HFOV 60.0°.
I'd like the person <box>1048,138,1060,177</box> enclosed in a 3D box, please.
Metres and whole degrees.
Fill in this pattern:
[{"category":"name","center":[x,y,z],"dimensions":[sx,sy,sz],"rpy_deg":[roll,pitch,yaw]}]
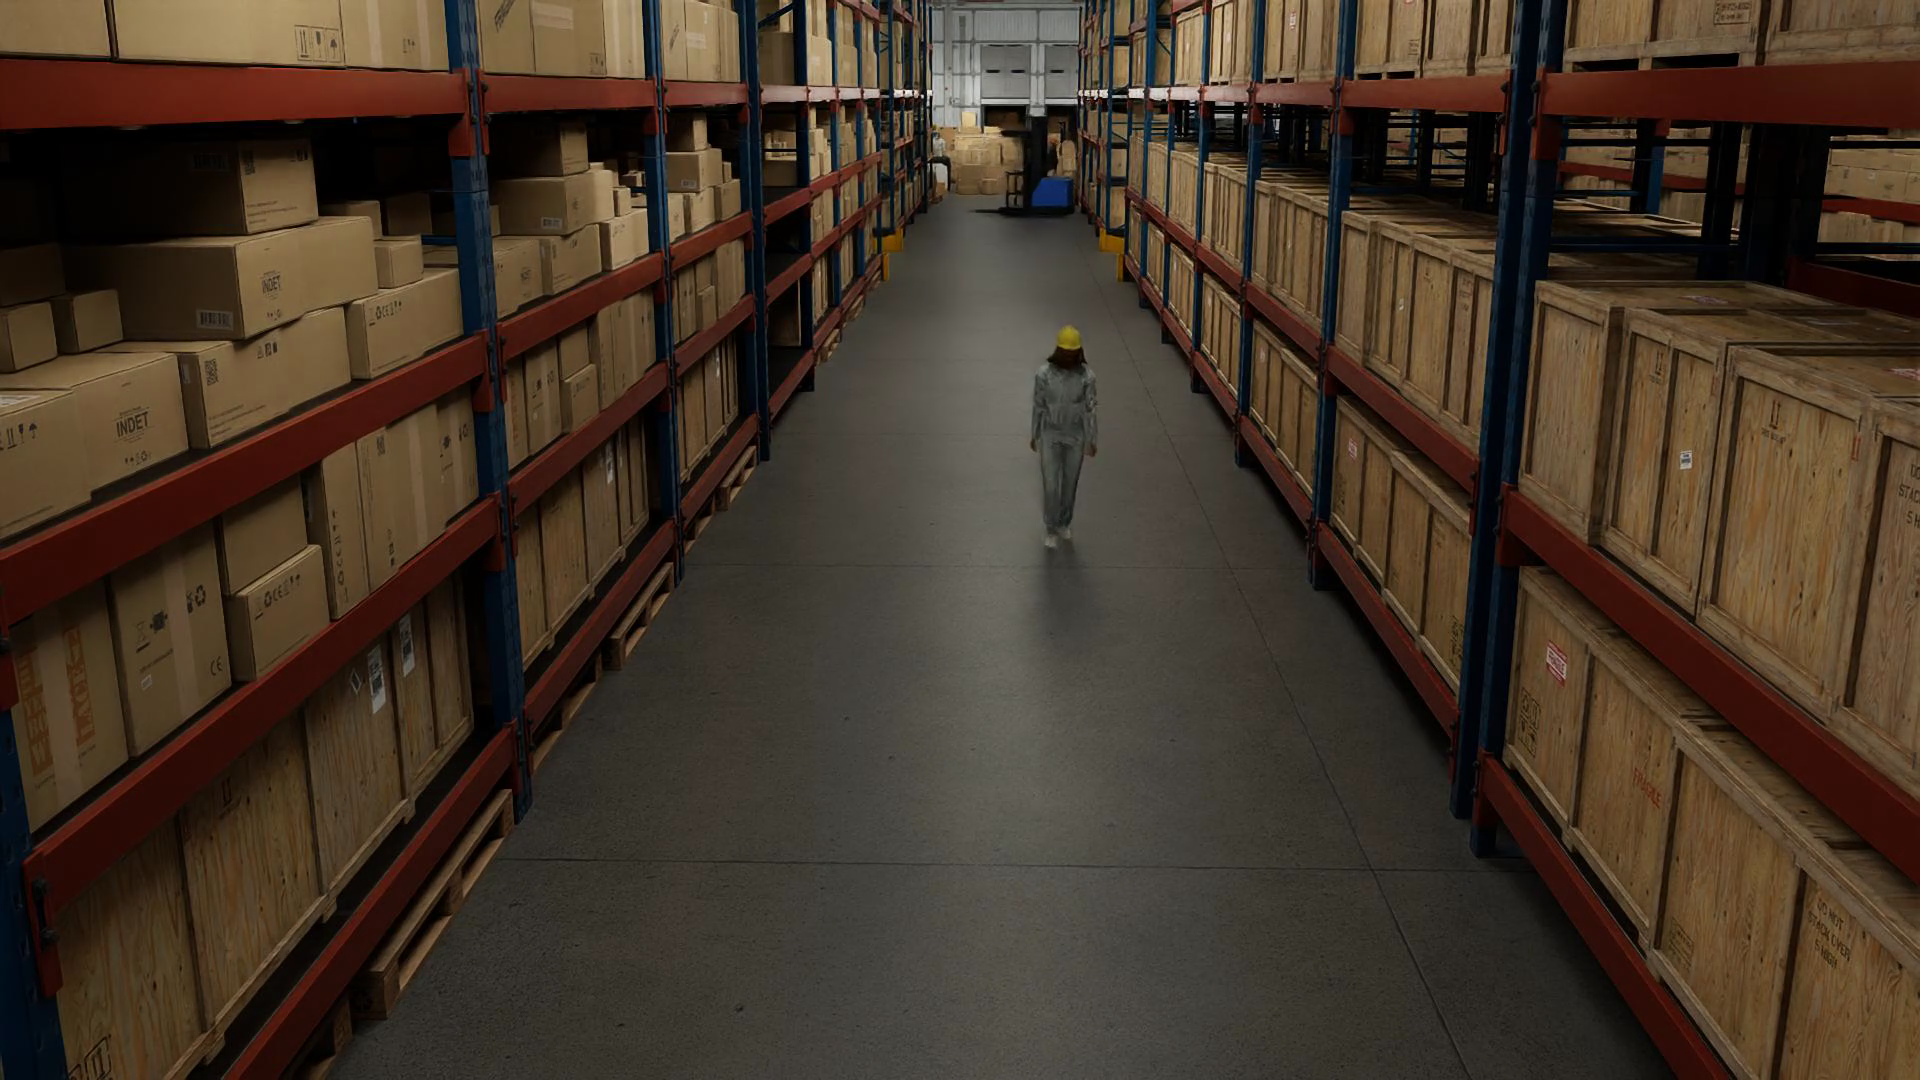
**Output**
[{"category":"person","center":[3.249,-12.745,56.958],"dimensions":[0.496,1.964,0.611],"rpy_deg":[-3,15,-12]}]

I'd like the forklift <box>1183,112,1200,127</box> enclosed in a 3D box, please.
[{"category":"forklift","center":[8.074,-13.541,58.173],"dimensions":[1.129,2.768,1.873],"rpy_deg":[0,15,1]}]

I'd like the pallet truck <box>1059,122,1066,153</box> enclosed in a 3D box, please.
[{"category":"pallet truck","center":[5.788,-21.111,88.014],"dimensions":[1.885,1.965,0.823],"rpy_deg":[5,16,18]}]

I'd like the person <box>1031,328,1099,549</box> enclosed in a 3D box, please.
[{"category":"person","center":[0.820,-0.778,12.889],"dimensions":[0.509,1.705,0.819],"rpy_deg":[0,15,-2]}]

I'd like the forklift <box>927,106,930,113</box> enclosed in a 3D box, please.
[{"category":"forklift","center":[-2.001,-20.667,84.687],"dimensions":[1.129,2.768,1.873],"rpy_deg":[0,15,2]}]

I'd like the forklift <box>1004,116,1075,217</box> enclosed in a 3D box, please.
[{"category":"forklift","center":[2.306,-10.742,47.760],"dimensions":[1.873,2.768,1.129],"rpy_deg":[4,16,15]}]

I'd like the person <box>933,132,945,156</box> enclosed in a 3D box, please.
[{"category":"person","center":[-0.933,-15.949,68.917],"dimensions":[0.635,1.937,0.353],"rpy_deg":[4,15,14]}]
